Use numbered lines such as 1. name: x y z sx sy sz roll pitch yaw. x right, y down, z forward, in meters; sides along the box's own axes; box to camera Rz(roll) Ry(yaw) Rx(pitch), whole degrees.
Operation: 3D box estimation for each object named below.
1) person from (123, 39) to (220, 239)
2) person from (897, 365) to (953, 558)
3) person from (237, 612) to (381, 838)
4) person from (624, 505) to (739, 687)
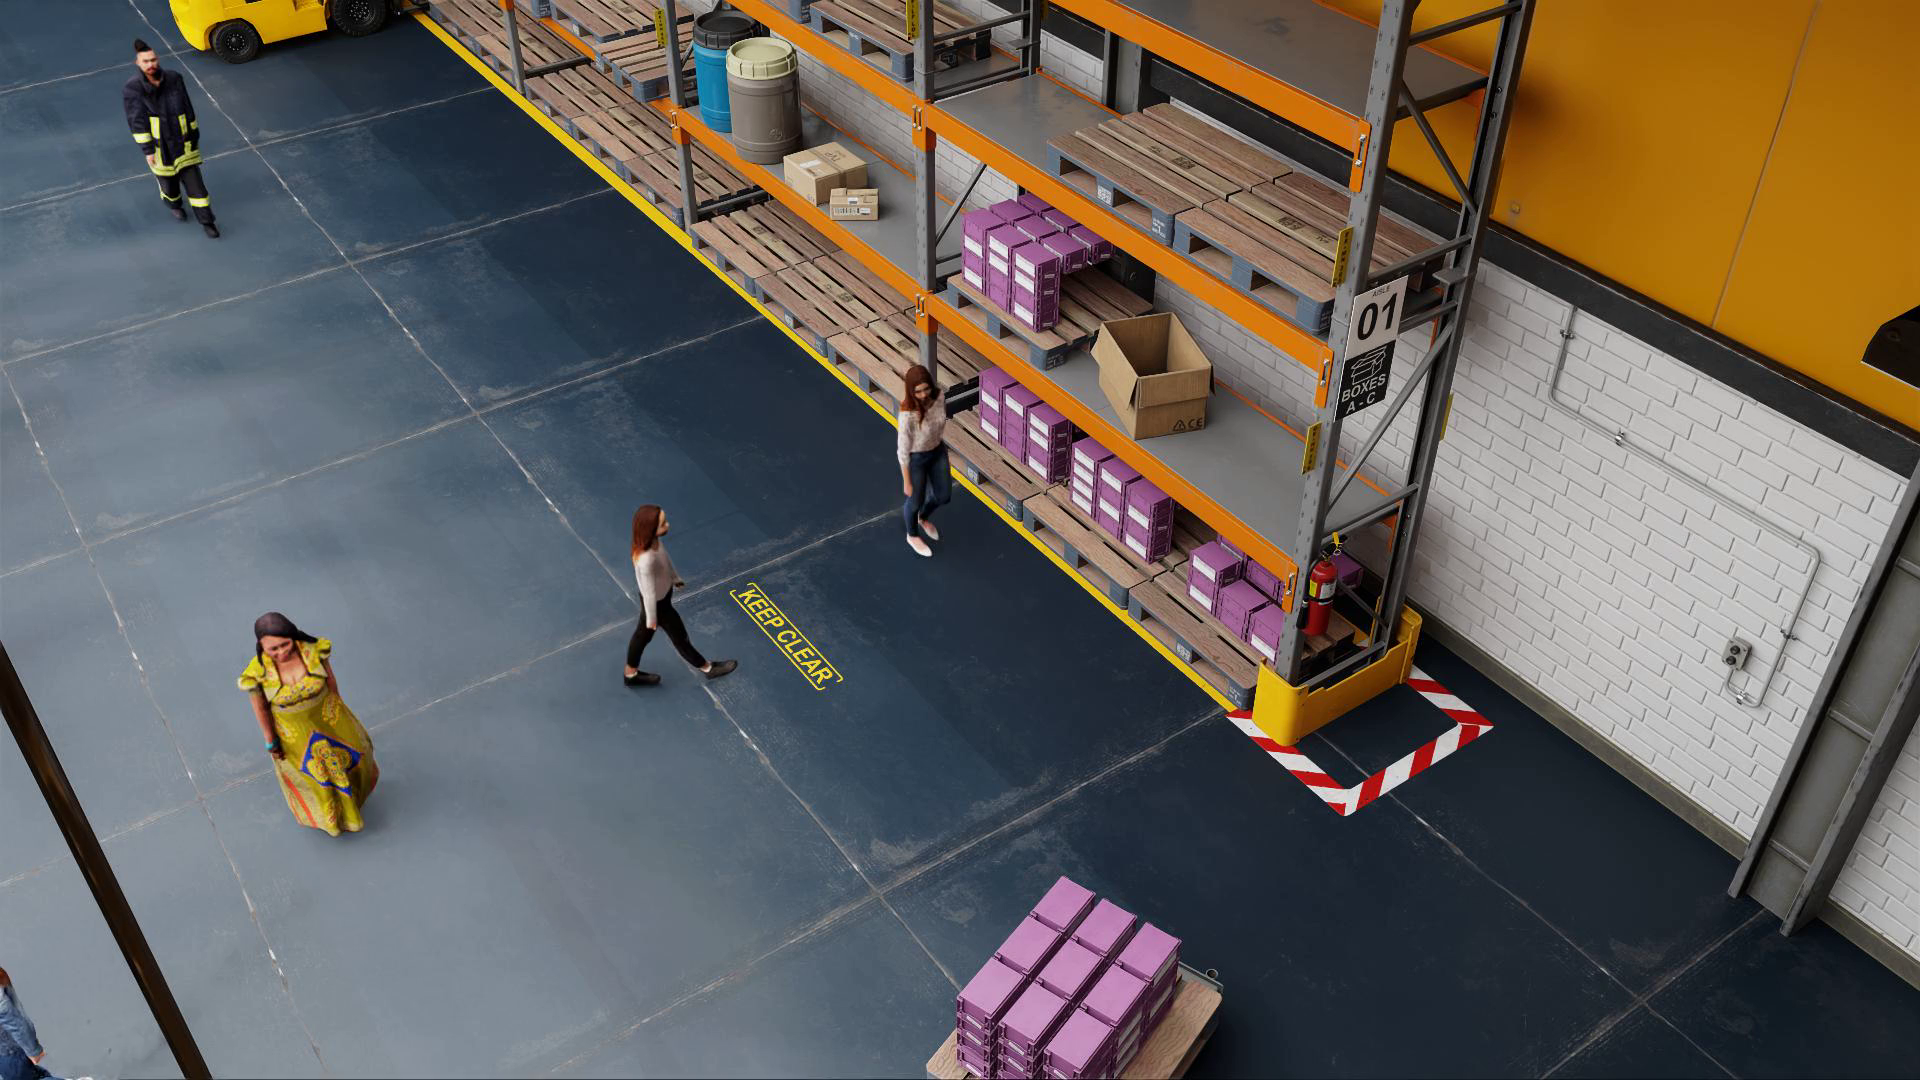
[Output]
1. person: -7.342 -3.737 15.374 0.750 1.845 1.068 -22 44 -25
2. person: -0.288 -0.583 11.545 0.703 1.694 0.630 31 48 33
3. person: -3.791 1.016 9.583 0.766 1.645 0.767 -27 46 -30
4. person: -1.990 0.391 10.528 0.900 1.443 0.995 -6 39 -7
